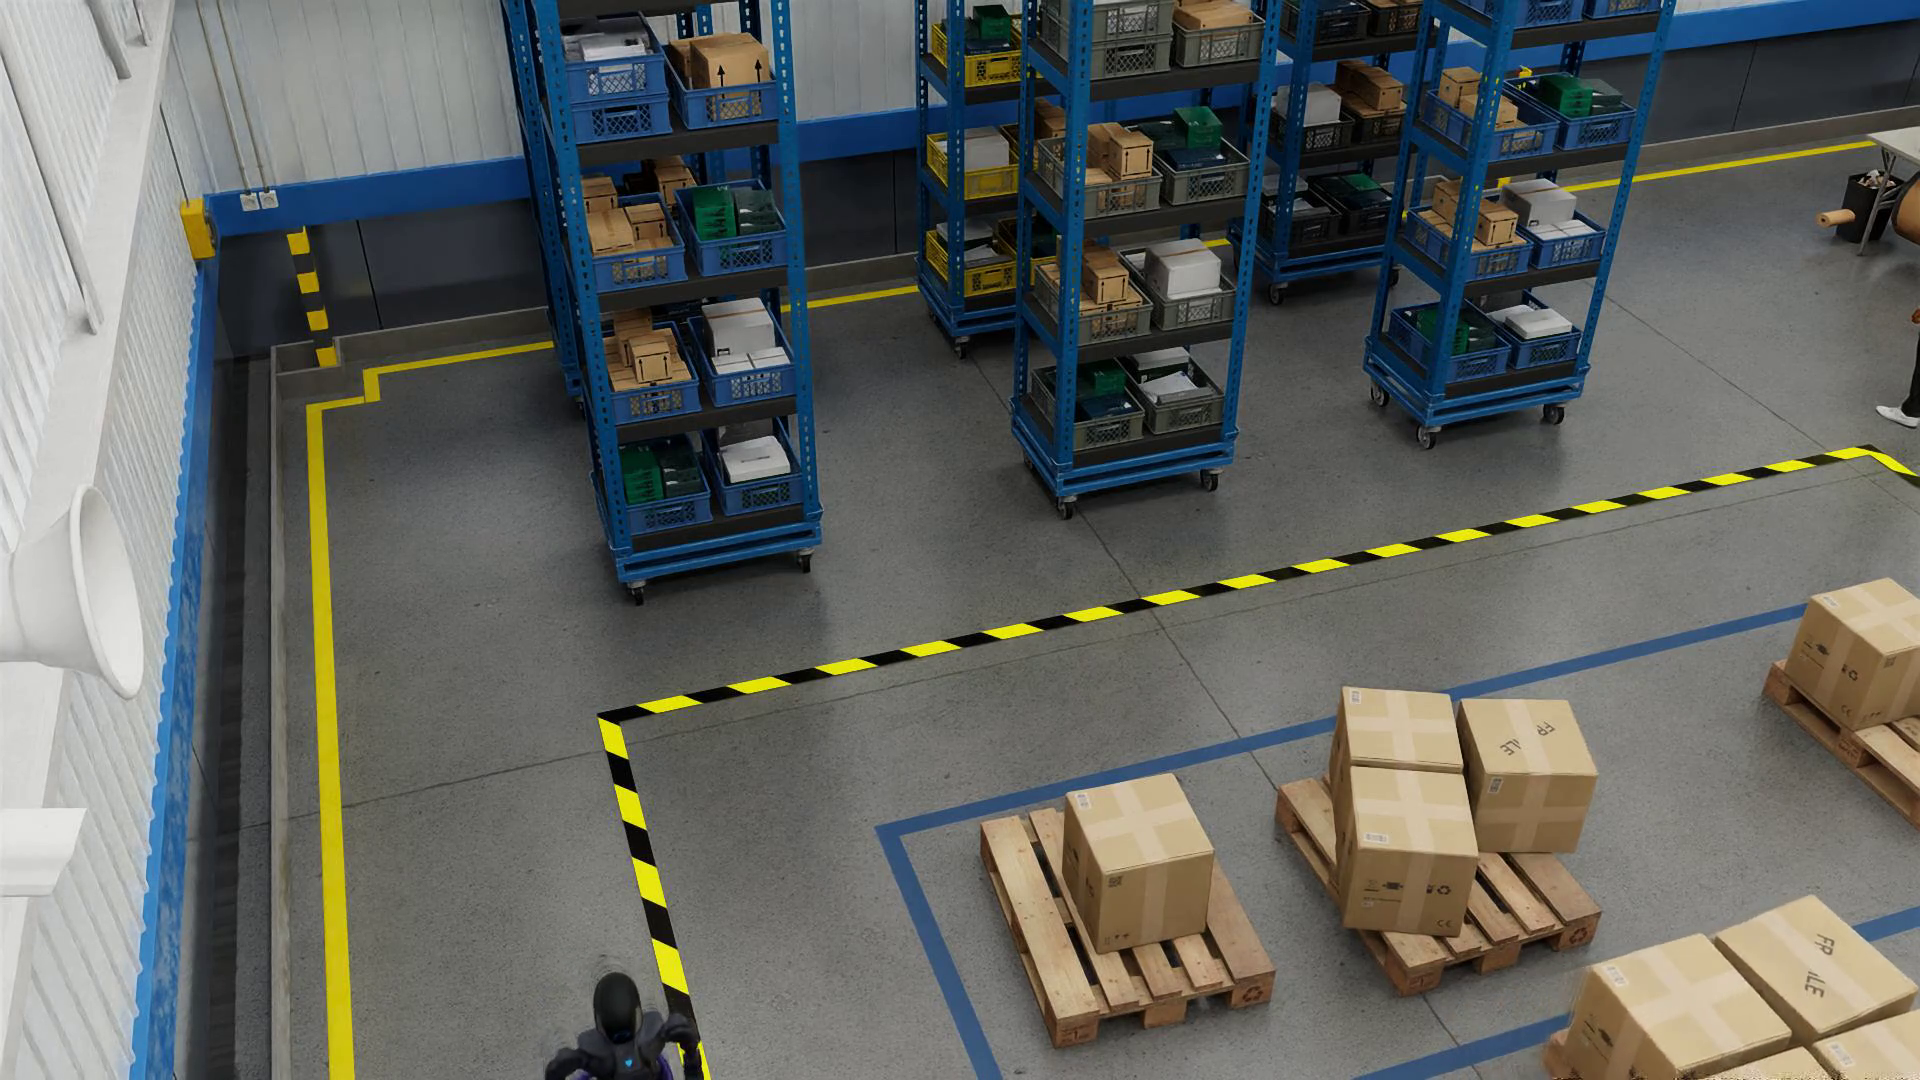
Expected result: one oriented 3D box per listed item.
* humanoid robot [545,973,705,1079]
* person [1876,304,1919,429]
[{"bbox_3d":[-1.163,2.092,5.883,0.609,1.636,0.627,-15,38,-20],"label":"humanoid robot"},{"bbox_3d":[6.541,-1.611,10.967,0.597,1.849,0.390,-13,37,-18],"label":"person"}]
